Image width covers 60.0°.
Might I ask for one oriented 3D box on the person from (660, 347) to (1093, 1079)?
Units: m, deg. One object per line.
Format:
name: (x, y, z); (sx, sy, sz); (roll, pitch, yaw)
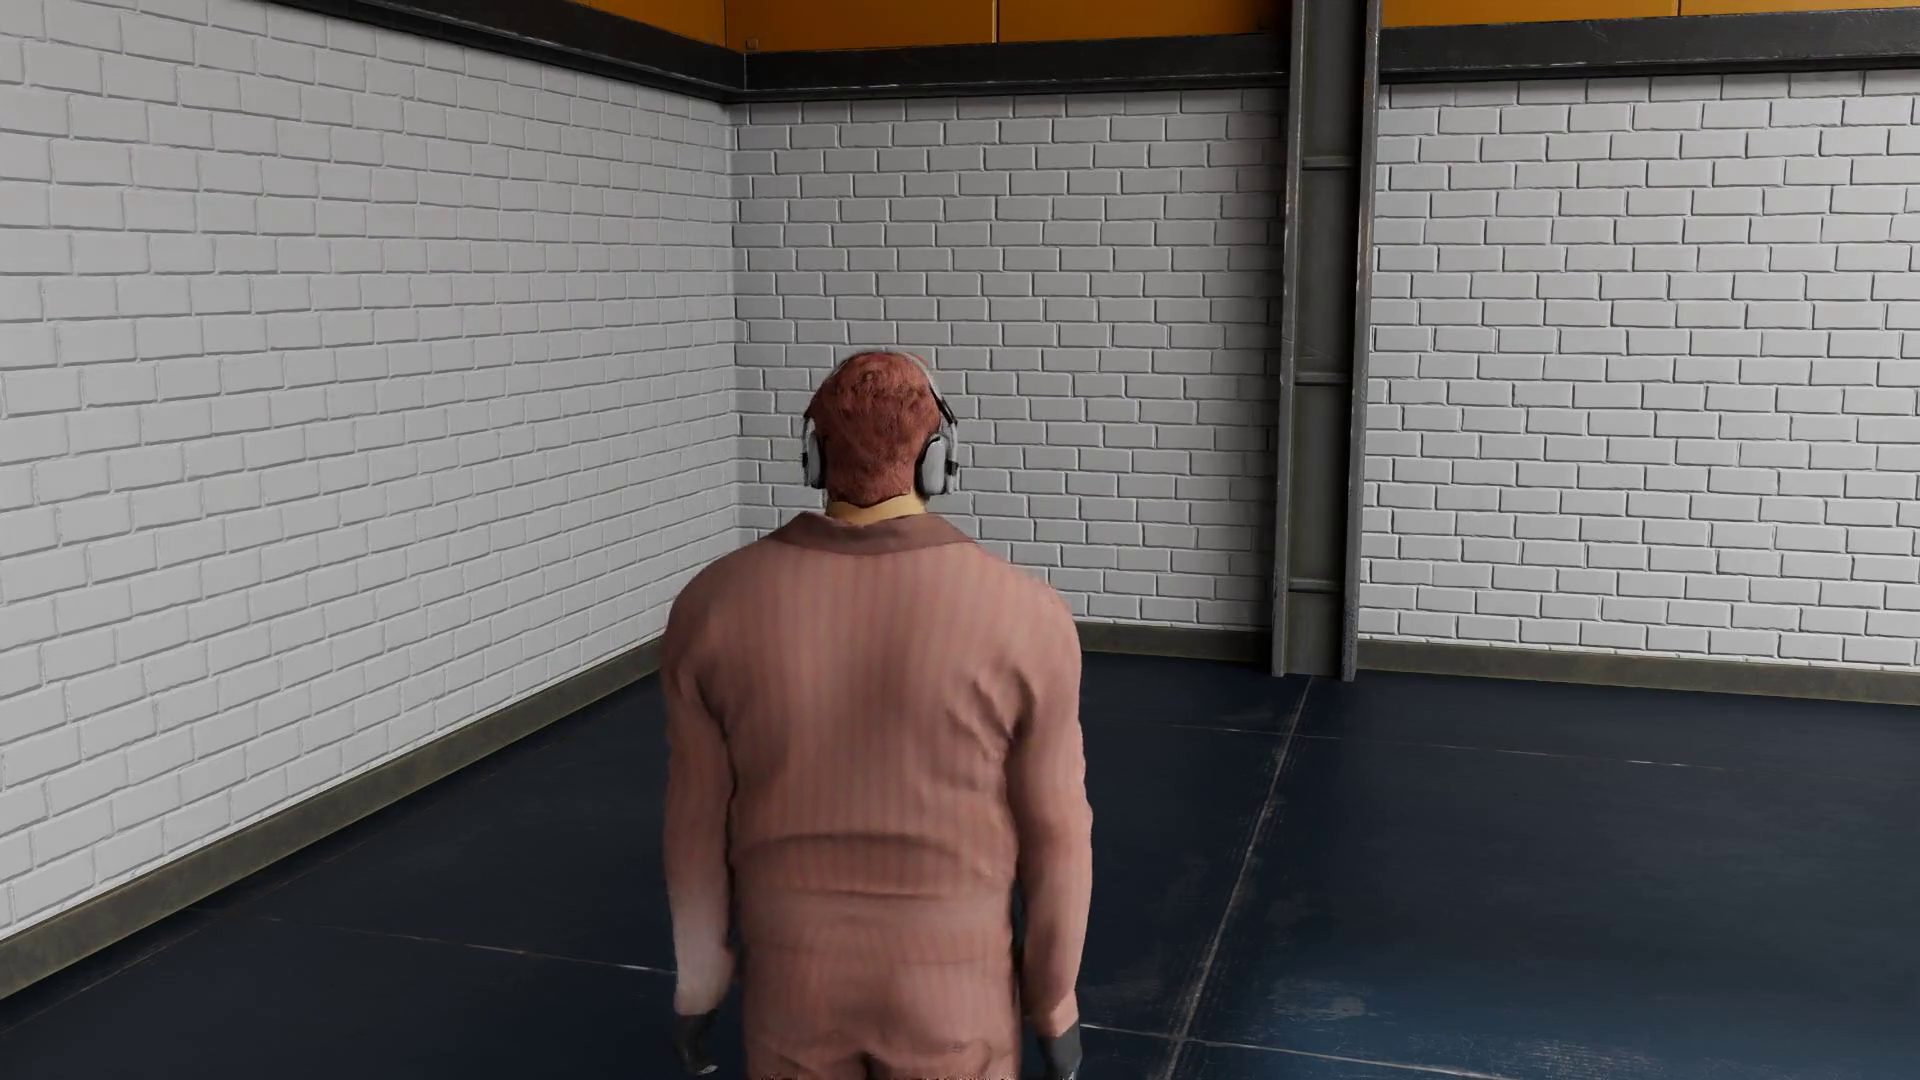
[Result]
person: (-0.122, 0.656, 2.613); (0.661, 1.910, 0.402); (1, 9, 9)
